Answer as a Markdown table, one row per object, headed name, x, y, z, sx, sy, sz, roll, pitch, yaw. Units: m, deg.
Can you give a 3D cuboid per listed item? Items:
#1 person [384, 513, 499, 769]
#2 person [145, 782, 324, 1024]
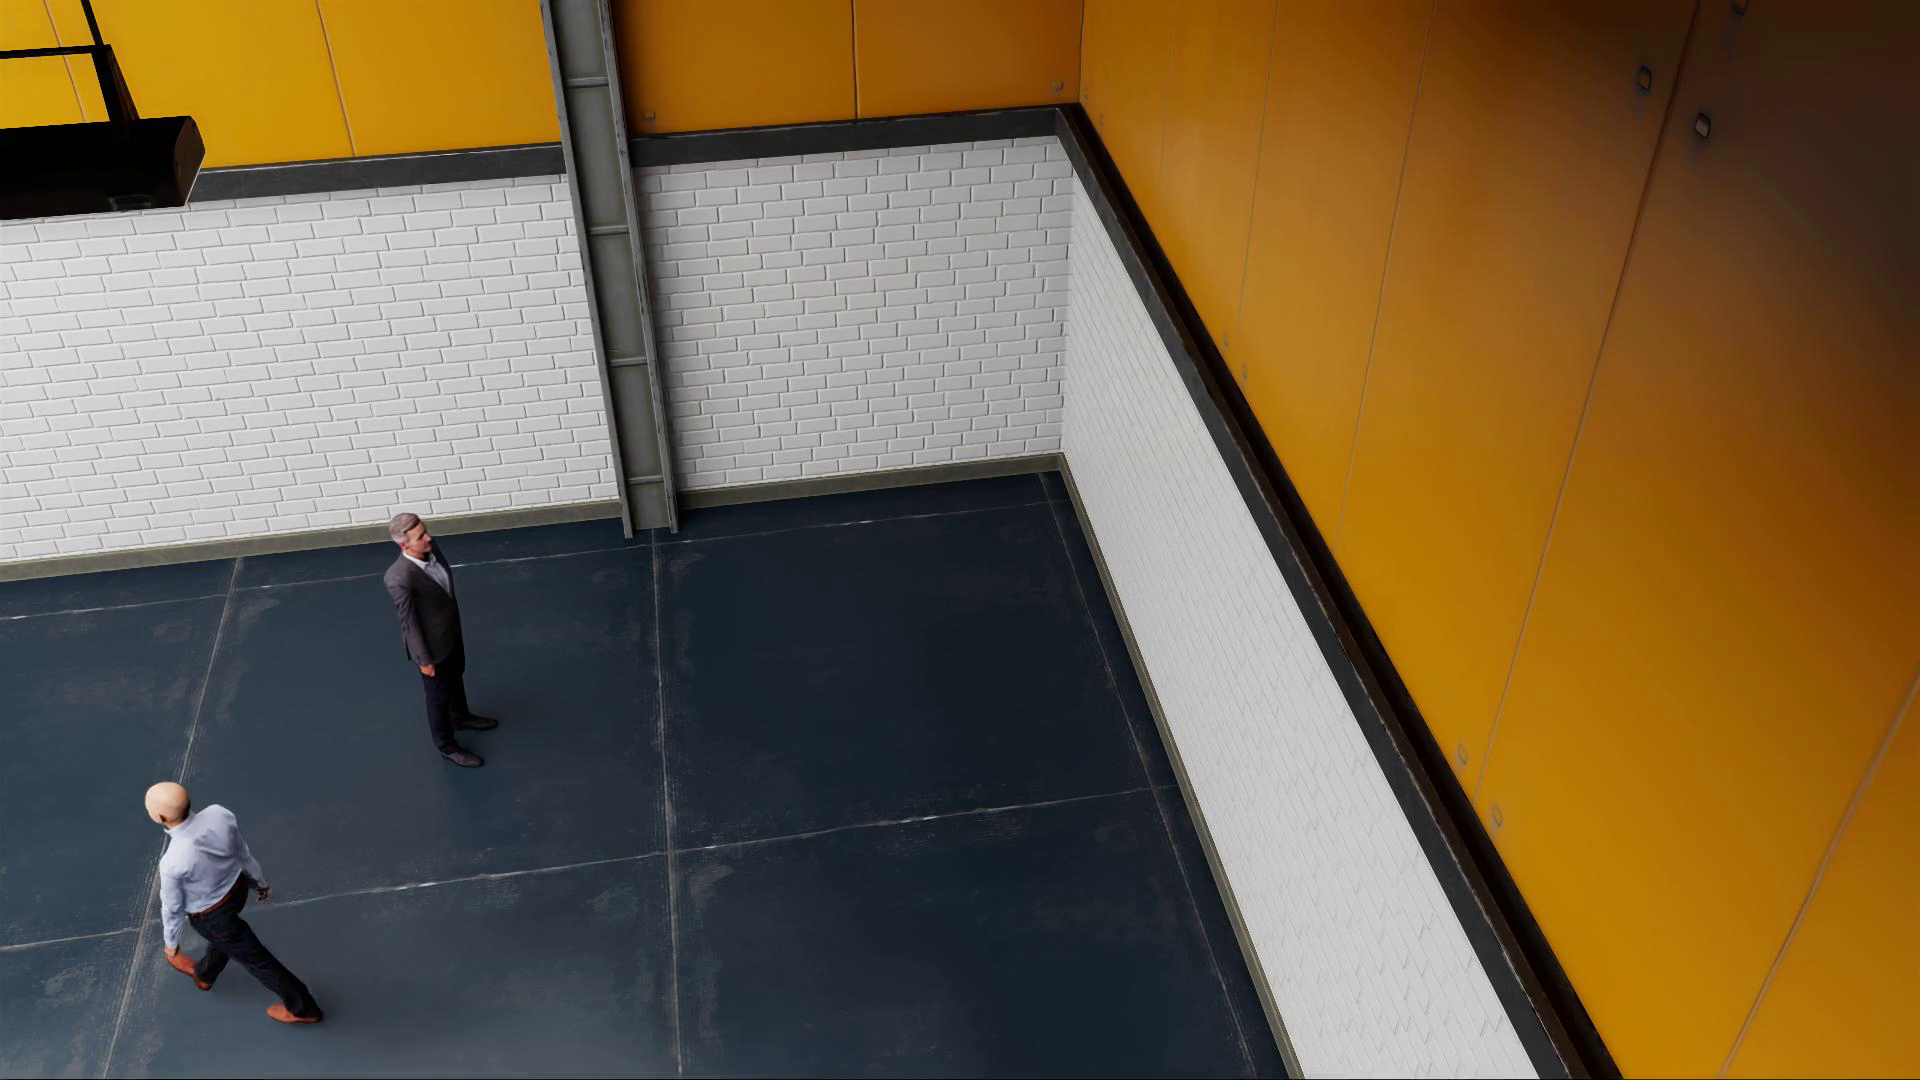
| name | x | y | z | sx | sy | sz | roll | pitch | yaw |
| --- | --- | --- | --- | --- | --- | --- | --- | --- | --- |
| person | -3.202 | 0.570 | 10.153 | 0.696 | 1.842 | 0.777 | 3 | 39 | 4 |
| person | -3.709 | 1.927 | 8.538 | 1.284 | 1.738 | 1.000 | 9 | 39 | 11 |
